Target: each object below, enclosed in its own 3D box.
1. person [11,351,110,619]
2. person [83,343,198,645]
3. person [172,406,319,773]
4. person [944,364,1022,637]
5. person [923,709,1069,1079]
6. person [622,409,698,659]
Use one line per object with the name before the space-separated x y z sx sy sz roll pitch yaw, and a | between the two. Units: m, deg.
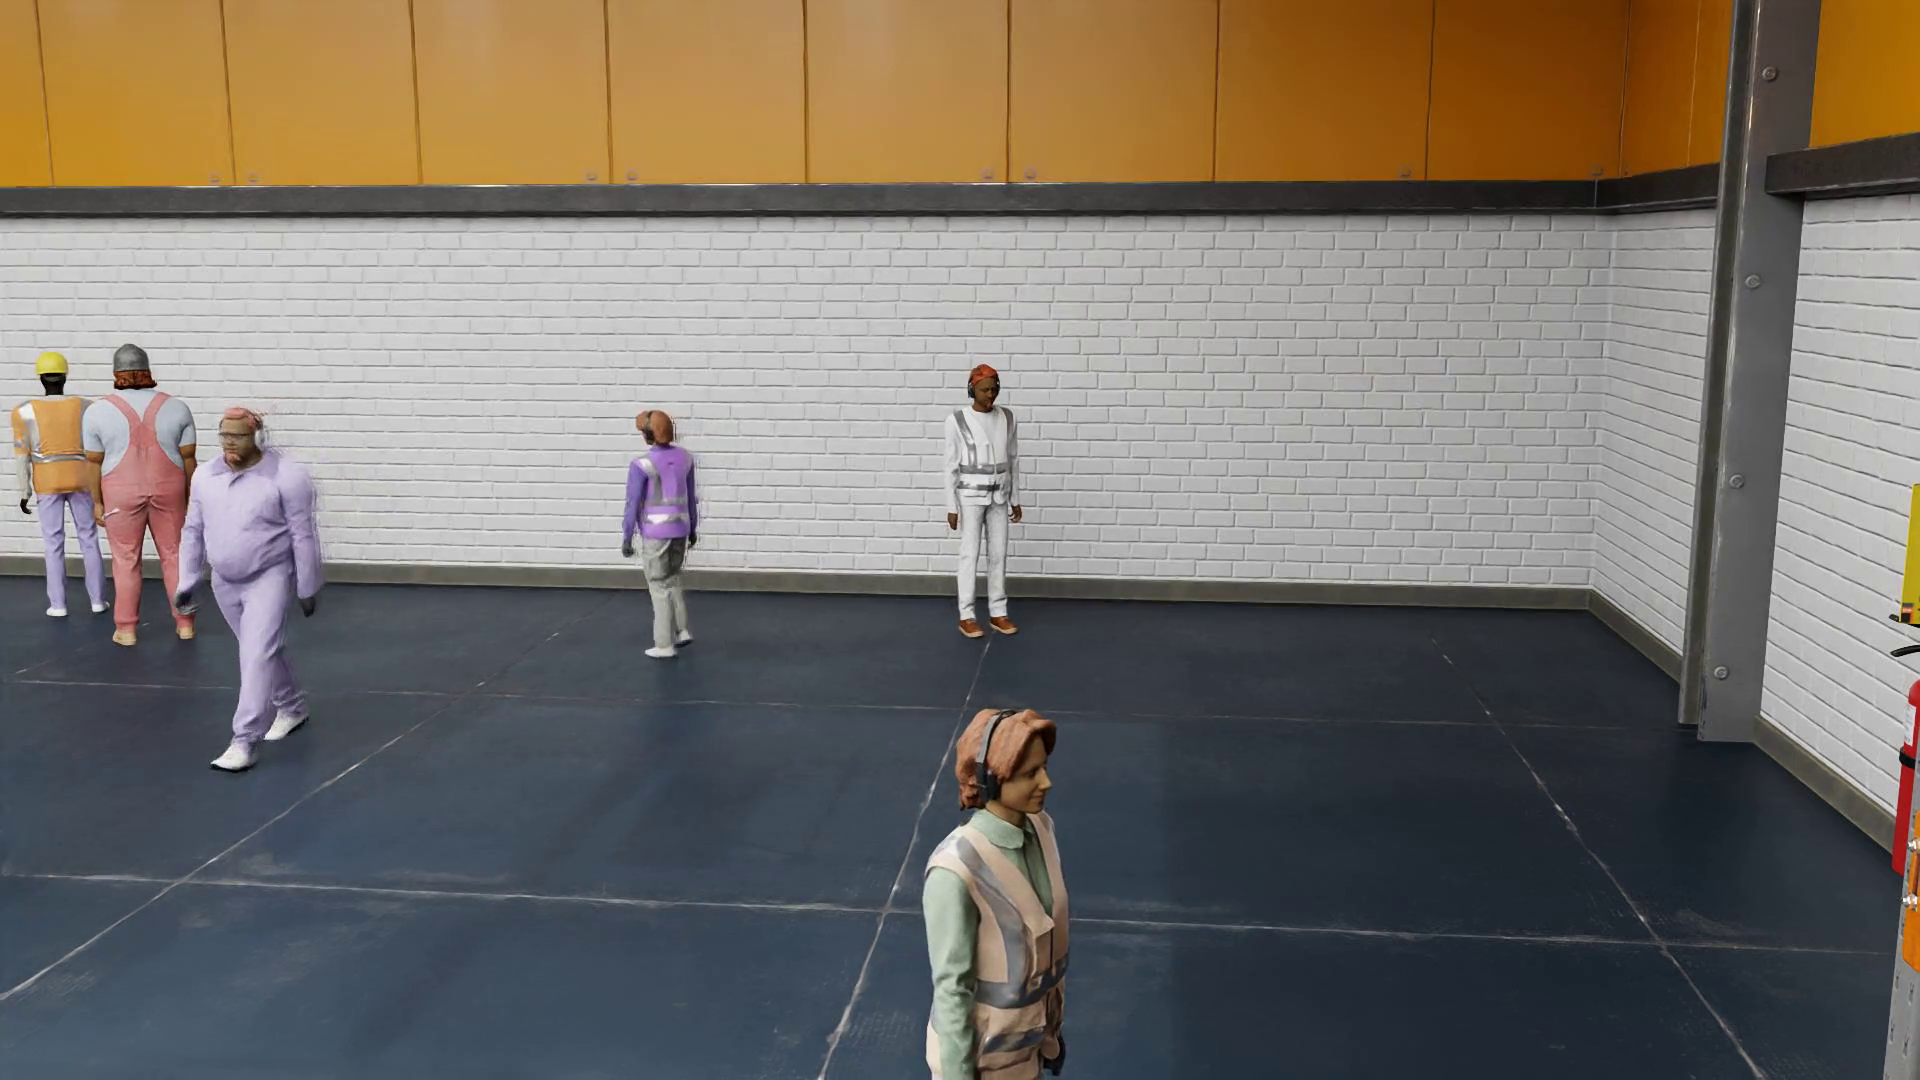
person | -6.477 -0.397 12.017 0.594 1.922 0.386 -6 12 -33
person | -5.530 -0.323 11.262 0.683 2.000 0.535 -6 12 -33
person | -3.713 0.226 8.669 0.642 1.852 1.014 2 10 13
person | 0.159 -0.267 11.420 0.585 1.879 0.367 -6 12 -31
person | 0.085 1.180 3.797 0.312 1.642 0.512 5 11 27
person | -1.944 -0.033 10.749 0.389 1.625 0.548 8 13 38
